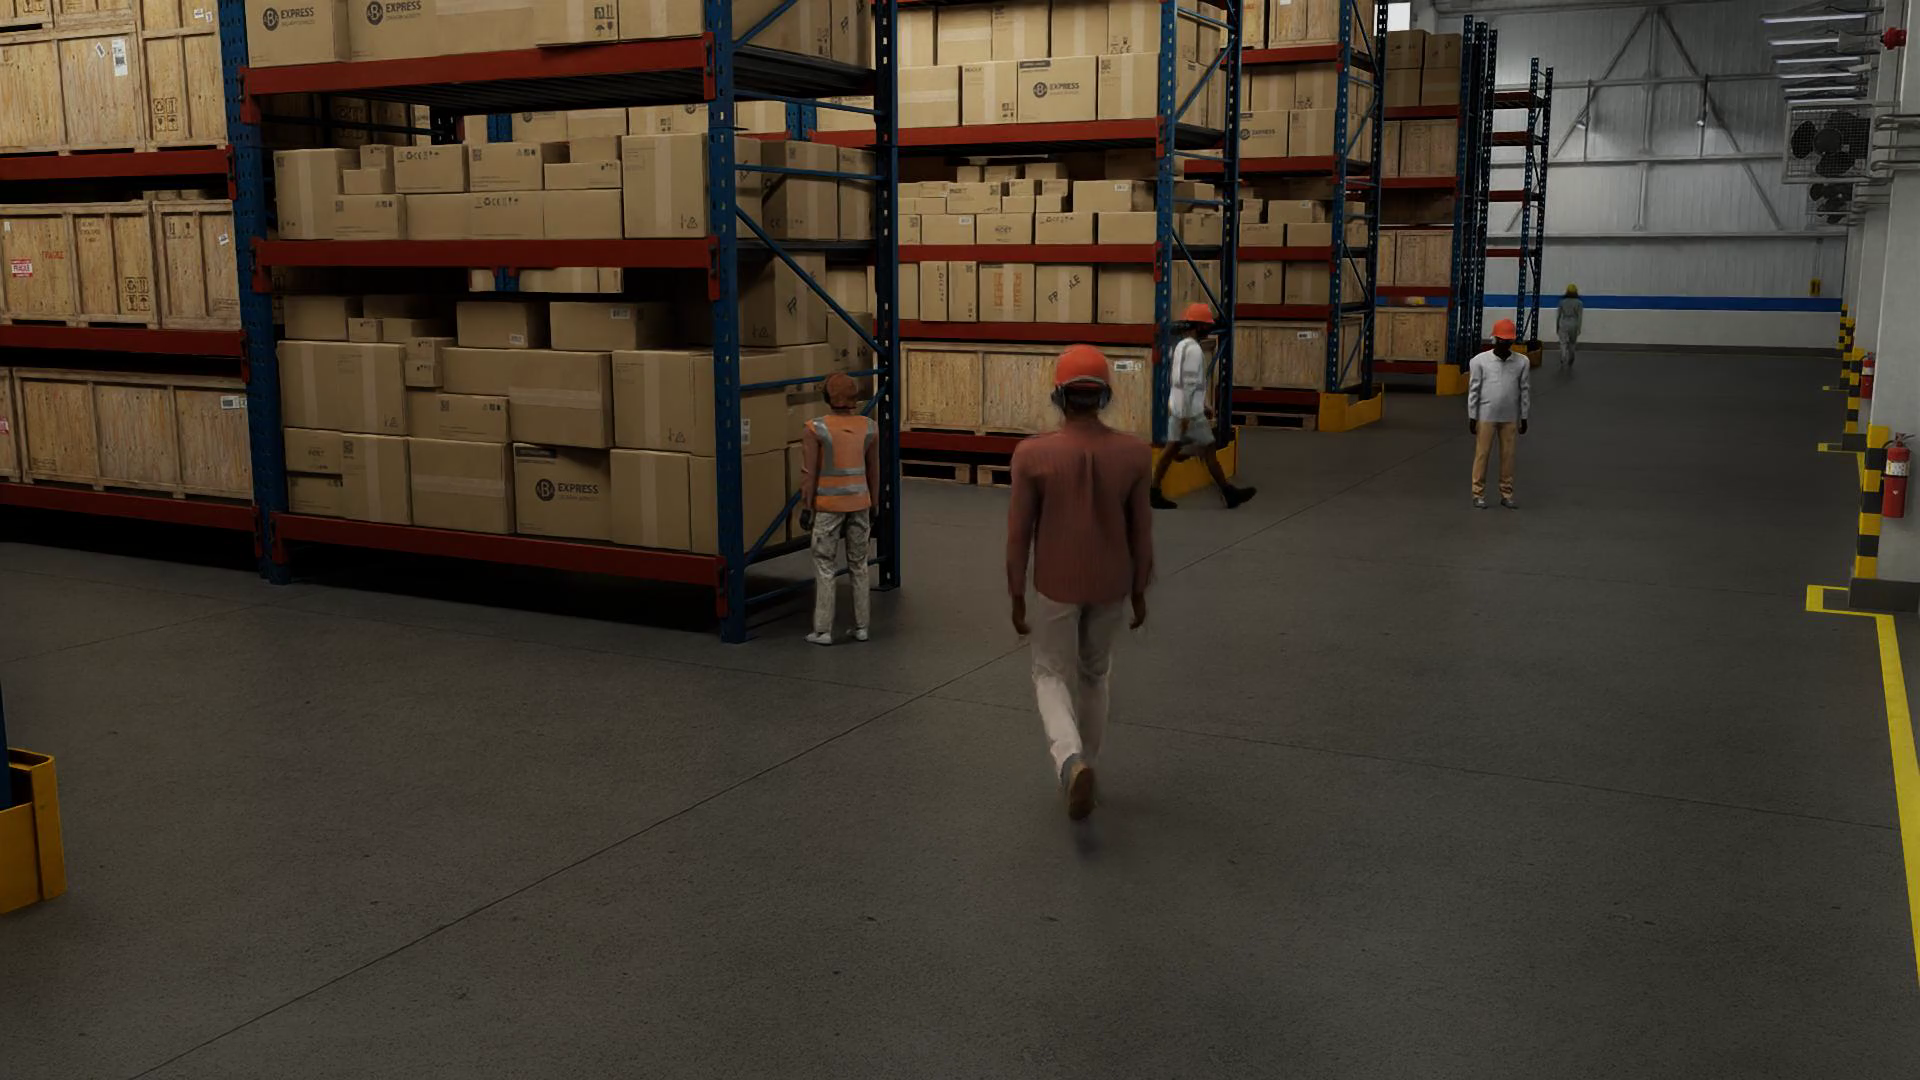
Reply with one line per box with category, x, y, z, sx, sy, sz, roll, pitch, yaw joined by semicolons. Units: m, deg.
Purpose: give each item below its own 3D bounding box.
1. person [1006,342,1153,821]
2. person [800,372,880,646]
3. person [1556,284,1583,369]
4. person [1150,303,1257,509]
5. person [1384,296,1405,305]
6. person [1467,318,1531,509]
person;0.502;0.185;6.806;0.621;1.974;0.741;-2;10;-9
person;-0.705;-0.182;9.918;0.525;1.632;0.312;-6;11;-31
person;12.250;-4.287;33.455;0.495;1.708;0.846;4;11;22
person;2.164;-1.202;15.100;1.031;1.870;0.549;-2;10;-9
person;8.453;-4.172;32.289;0.810;1.883;0.650;5;11;26
person;4.915;-1.146;15.167;0.566;1.744;0.350;0;10;1
